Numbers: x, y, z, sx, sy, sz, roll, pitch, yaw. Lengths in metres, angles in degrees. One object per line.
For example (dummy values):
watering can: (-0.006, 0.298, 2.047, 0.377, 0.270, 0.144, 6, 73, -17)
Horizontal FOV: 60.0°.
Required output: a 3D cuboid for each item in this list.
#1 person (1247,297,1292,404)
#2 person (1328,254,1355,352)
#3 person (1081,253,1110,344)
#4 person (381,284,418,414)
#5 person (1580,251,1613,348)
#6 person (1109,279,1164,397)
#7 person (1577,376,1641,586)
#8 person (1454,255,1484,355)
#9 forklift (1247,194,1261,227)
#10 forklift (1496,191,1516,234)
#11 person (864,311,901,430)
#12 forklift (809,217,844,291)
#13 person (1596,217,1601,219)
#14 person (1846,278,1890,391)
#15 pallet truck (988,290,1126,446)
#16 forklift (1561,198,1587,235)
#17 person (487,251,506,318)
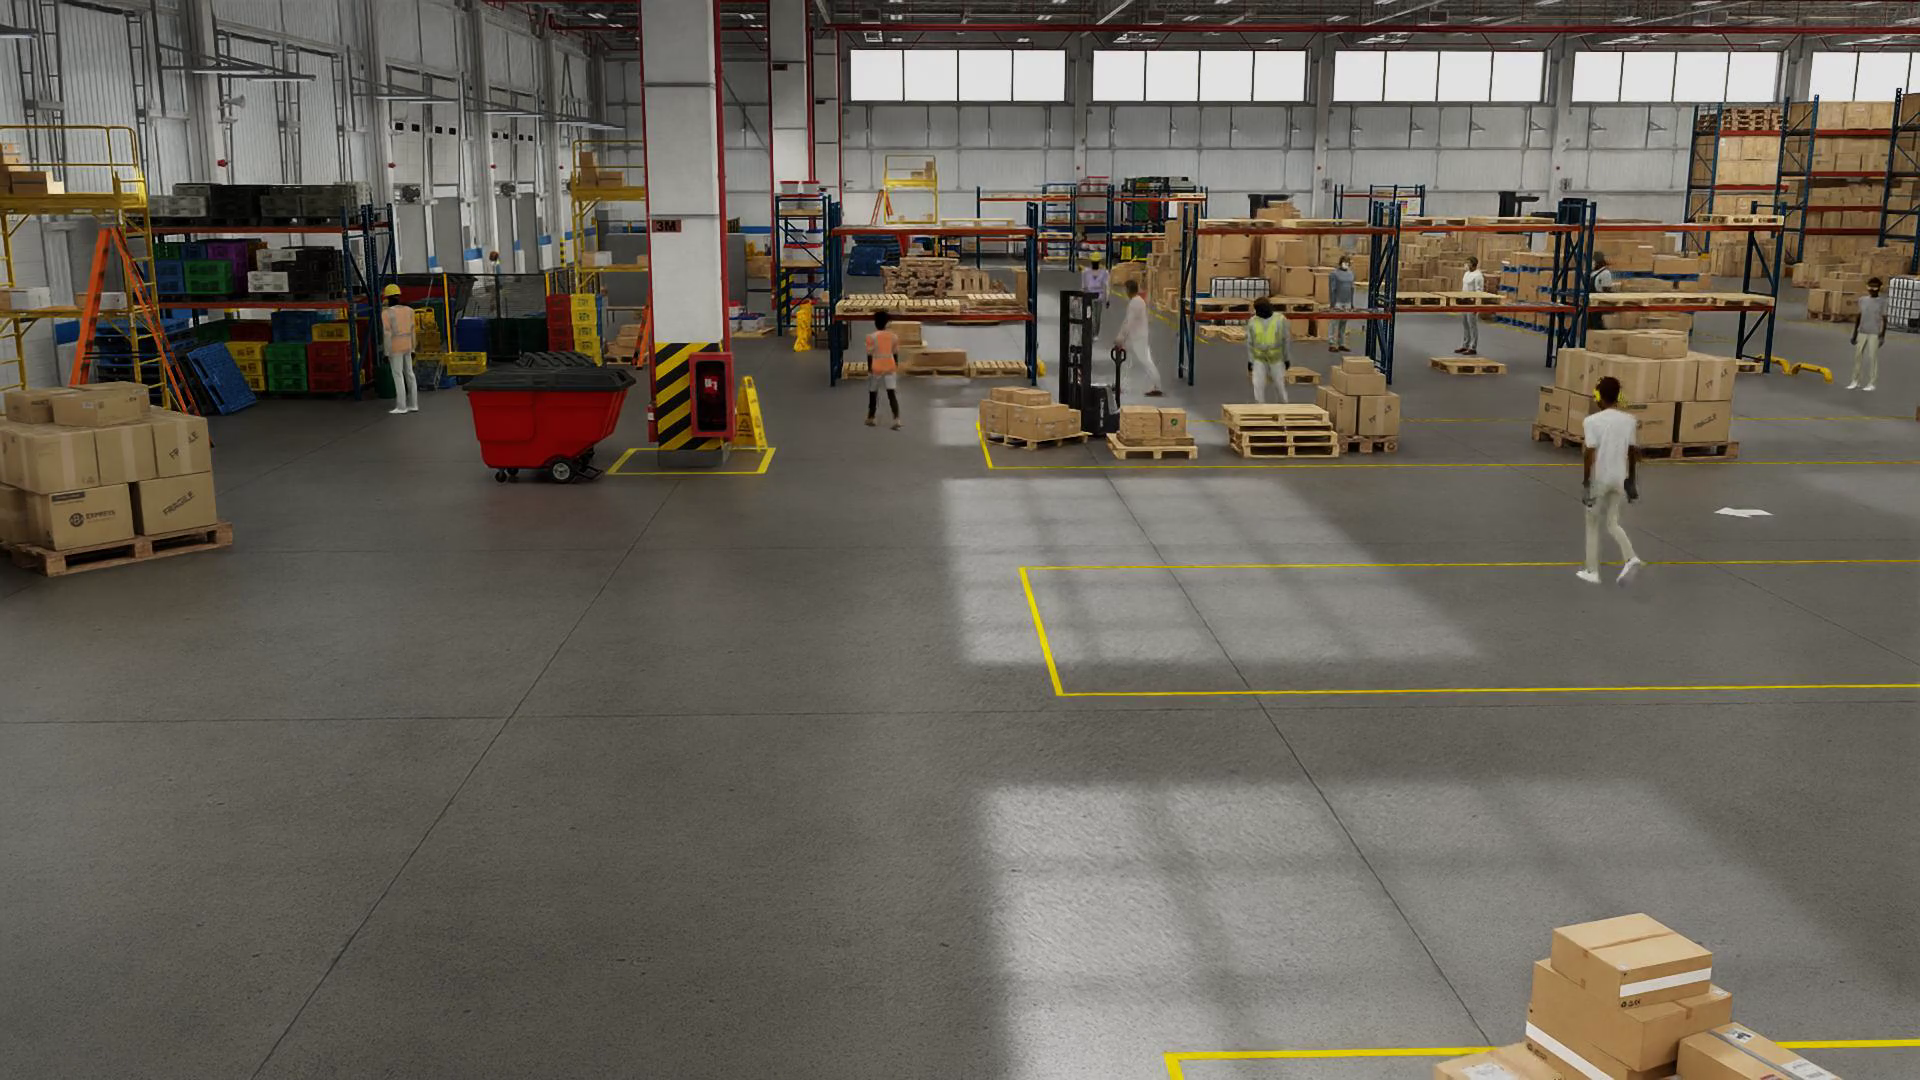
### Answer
person: (4.420, -2.570, 23.778, 0.661, 1.802, 0.558, 6, 14, 26)
person: (7.609, -4.715, 33.162, 0.627, 1.936, 0.375, -7, 14, -28)
person: (2.851, -5.105, 35.066, 0.601, 1.880, 0.974, 1, 12, 2)
person: (-8.328, -2.828, 24.666, 0.381, 1.923, 0.591, 7, 14, 28)
person: (12.520, -4.734, 33.004, 0.846, 2.000, 0.692, 0, 12, 2)
person: (2.782, -3.200, 26.477, 1.065, 1.879, 0.617, 2, 13, 7)
person: (5.634, -0.478, 14.306, 0.526, 1.832, 0.704, -2, 13, -9)
person: (10.020, -4.609, 32.675, 0.360, 1.938, 0.635, -2, 13, -11)
forklift: (9.692, -9.993, 54.841, 1.873, 2.768, 1.129, 2, 13, 8)
forklift: (20.614, -11.778, 62.900, 1.873, 2.768, 1.129, 0, 12, -2)
person: (-1.064, -2.367, 23.204, 0.540, 1.653, 0.875, -7, 14, -28)
forklift: (-4.375, -8.619, 48.637, 1.873, 2.768, 1.129, 0, 12, -2)
person: (23.502, -10.943, 61.316, 0.579, 1.915, 0.447, 6, 14, 24)
person: (14.905, -3.371, 27.287, 0.346, 1.853, 0.534, -9, 15, -35)
pallet truck: (1.257, -2.299, 22.111, 1.885, 1.965, 0.823, -9, 15, -35)
forklift: (17.204, -8.212, 46.797, 1.873, 2.768, 1.129, 0, 12, -2)
person: (-11.427, -6.267, 40.866, 0.523, 1.631, 0.323, 12, 17, 42)
